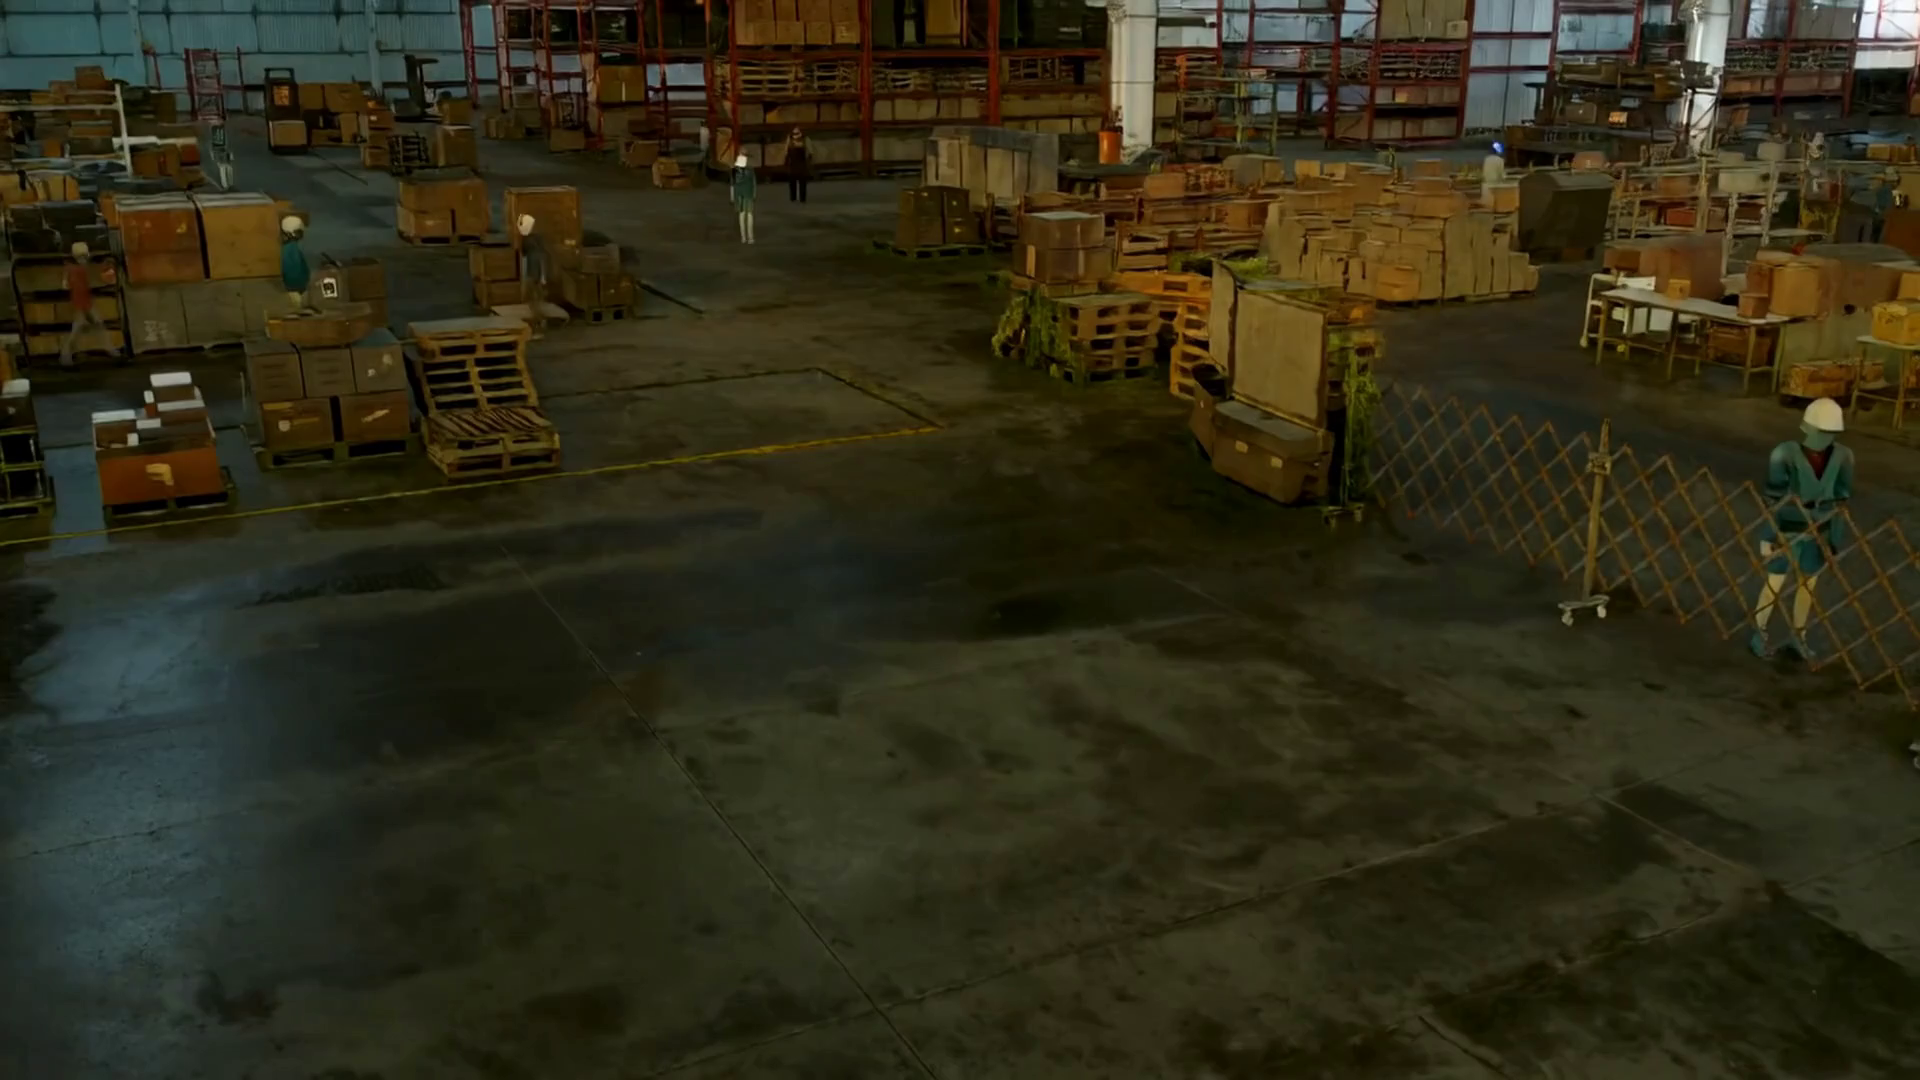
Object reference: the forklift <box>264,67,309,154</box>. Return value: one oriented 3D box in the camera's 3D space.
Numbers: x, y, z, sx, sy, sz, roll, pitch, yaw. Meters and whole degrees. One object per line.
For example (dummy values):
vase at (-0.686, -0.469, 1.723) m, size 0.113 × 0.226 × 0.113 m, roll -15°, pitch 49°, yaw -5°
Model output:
forklift at (-22.743, -14.484, 55.990) m, size 1.129 × 2.768 × 1.873 m, roll -9°, pitch 20°, yaw -26°

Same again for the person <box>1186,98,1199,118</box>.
person at (8.785, -16.050, 62.951) m, size 0.507 × 1.593 × 0.850 m, roll 0°, pitch 18°, yaw 0°

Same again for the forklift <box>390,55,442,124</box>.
forklift at (-23.050, -19.014, 70.112) m, size 1.873 × 2.768 × 1.129 m, roll -9°, pitch 20°, yaw -25°

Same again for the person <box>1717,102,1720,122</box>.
person at (24.813, -13.604, 54.853) m, size 1.012 × 1.884 × 0.651 m, roll -3°, pitch 18°, yaw -10°

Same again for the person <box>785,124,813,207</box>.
person at (-3.980, -9.245, 41.011) m, size 0.697 × 2.000 × 0.858 m, roll 1°, pitch 18°, yaw 2°

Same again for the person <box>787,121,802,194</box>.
person at (-4.340, -10.102, 43.967) m, size 0.535 × 1.864 × 0.309 m, roll 9°, pitch 20°, yaw 26°

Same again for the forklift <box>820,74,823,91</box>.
forklift at (-4.063, -12.812, 50.776) m, size 1.873 × 2.768 × 1.129 m, roll -9°, pitch 20°, yaw -26°

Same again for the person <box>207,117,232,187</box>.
person at (-20.256, -10.621, 45.542) m, size 0.556 × 1.902 × 0.564 m, roll -4°, pitch 18°, yaw -12°

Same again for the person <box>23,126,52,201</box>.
person at (-22.788, -9.219, 41.060) m, size 0.376 × 1.959 × 0.603 m, roll 8°, pitch 20°, yaw 24°

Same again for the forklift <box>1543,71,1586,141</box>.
forklift at (18.685, -13.231, 52.085) m, size 1.873 × 2.768 × 1.129 m, roll -9°, pitch 20°, yaw -26°

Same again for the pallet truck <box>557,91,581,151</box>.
pallet truck at (-13.495, -14.412, 57.188) m, size 0.823 × 1.965 × 1.885 m, roll -3°, pitch 18°, yaw -9°

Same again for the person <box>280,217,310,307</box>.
person at (-9.210, -3.494, 23.154) m, size 0.383 × 1.993 × 0.622 m, roll -6°, pitch 19°, yaw -17°

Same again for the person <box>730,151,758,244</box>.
person at (-4.515, -7.136, 34.699) m, size 0.565 × 1.877 × 0.958 m, roll -1°, pitch 18°, yaw -3°

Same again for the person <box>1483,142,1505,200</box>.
person at (12.191, -8.196, 38.106) m, size 0.654 × 1.810 × 0.602 m, roll -10°, pitch 20°, yaw -29°

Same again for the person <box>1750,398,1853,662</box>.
person at (6.291, -0.065, 12.403) m, size 0.608 × 2.034 × 0.397 m, roll 0°, pitch 18°, yaw 0°

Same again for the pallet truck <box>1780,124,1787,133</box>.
pallet truck at (25.206, -12.542, 52.601) m, size 1.601 × 1.201 × 0.680 m, roll 0°, pitch 18°, yaw -2°

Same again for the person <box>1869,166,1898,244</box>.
person at (18.187, -6.461, 32.775) m, size 0.312 × 1.769 × 0.525 m, roll 8°, pitch 19°, yaw 23°

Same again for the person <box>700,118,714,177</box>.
person at (-7.255, -11.378, 48.249) m, size 0.746 × 1.663 × 0.552 m, roll -11°, pitch 21°, yaw -32°

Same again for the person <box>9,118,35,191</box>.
person at (-25.126, -10.309, 44.525) m, size 0.593 × 1.920 × 0.392 m, roll 5°, pitch 18°, yaw 15°

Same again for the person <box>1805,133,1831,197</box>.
person at (22.212, -9.709, 43.106) m, size 0.541 × 1.624 × 0.906 m, roll 16°, pitch 23°, yaw 40°

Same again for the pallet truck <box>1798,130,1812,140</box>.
pallet truck at (25.526, -11.556, 49.408) m, size 1.630 × 1.274 × 0.653 m, roll -9°, pitch 20°, yaw -26°

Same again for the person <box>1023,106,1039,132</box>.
person at (2.262, -13.095, 53.562) m, size 0.533 × 1.700 × 0.318 m, roll 6°, pitch 19°, yaw 18°

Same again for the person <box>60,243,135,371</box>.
person at (-11.873, -3.164, 22.581) m, size 0.943 × 1.707 × 0.538 m, roll -14°, pitch 22°, yaw -36°

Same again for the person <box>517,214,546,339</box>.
person at (-6.386, -3.885, 24.592) m, size 0.494 × 1.857 × 0.552 m, roll 5°, pitch 19°, yaw 16°
